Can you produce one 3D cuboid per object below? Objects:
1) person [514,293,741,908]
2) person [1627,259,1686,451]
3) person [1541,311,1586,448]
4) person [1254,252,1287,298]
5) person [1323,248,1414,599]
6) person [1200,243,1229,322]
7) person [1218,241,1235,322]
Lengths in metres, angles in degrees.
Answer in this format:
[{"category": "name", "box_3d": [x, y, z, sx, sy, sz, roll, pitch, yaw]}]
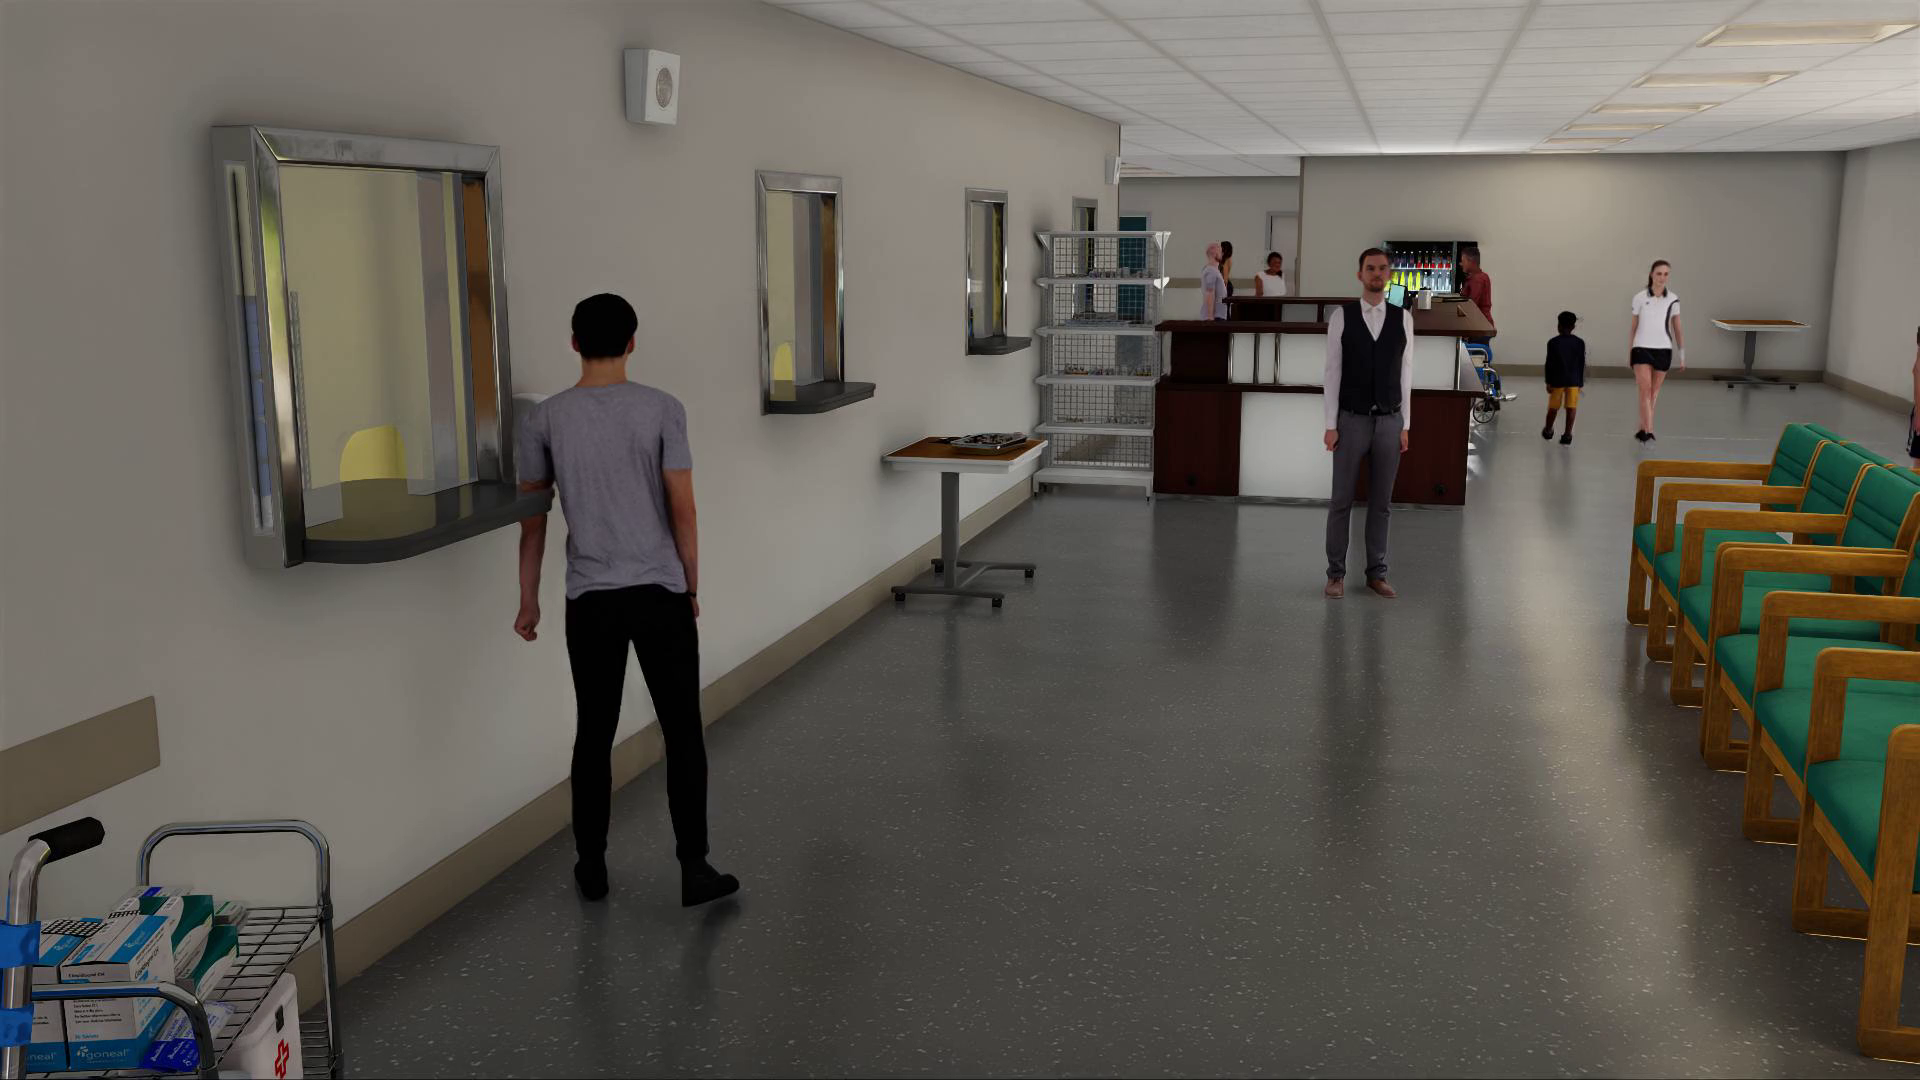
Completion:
[{"category": "person", "box_3d": [-1.032, 0.192, 5.040, 0.772, 1.848, 0.972, 0, 11, 1]}, {"category": "person", "box_3d": [6.318, -1.666, 15.230, 1.079, 1.700, 0.717, 1, 11, 7]}, {"category": "person", "box_3d": [5.641, -1.477, 15.457, 0.782, 1.244, 0.628, 2, 11, 9]}, {"category": "person", "box_3d": [4.325, -3.193, 23.427, 1.125, 1.644, 1.129, -5, 12, -23]}, {"category": "person", "box_3d": [2.275, -0.664, 9.309, 0.604, 1.938, 0.775, 0, 11, -1]}, {"category": "person", "box_3d": [3.099, -2.805, 20.926, 1.099, 1.814, 0.804, 1, 11, 5]}, {"category": "person", "box_3d": [4.724, -4.414, 29.527, 0.525, 1.769, 0.594, 3, 11, 16]}]
